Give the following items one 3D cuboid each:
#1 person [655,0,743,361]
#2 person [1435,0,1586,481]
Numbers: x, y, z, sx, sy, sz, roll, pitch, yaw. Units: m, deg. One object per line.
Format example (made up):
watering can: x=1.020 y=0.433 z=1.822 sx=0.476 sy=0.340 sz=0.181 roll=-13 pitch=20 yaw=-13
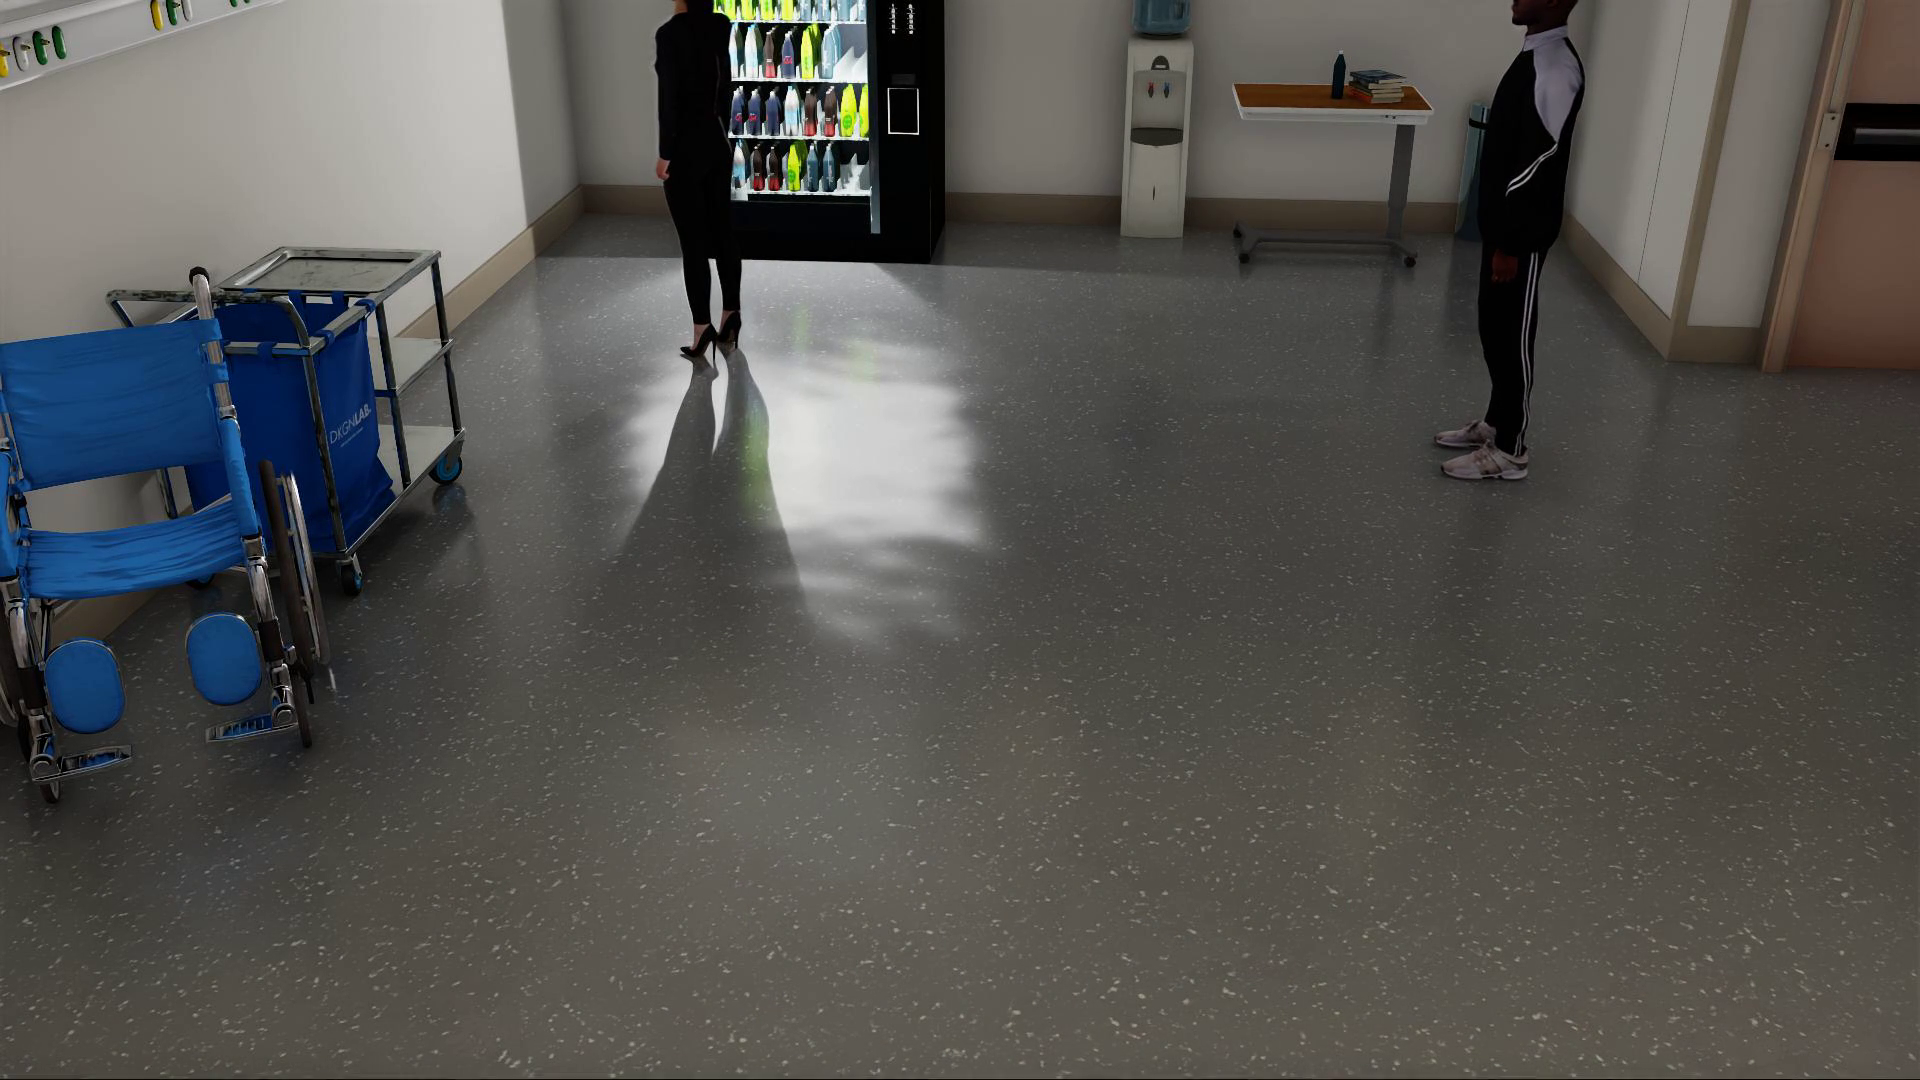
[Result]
person: x=-1.110 y=-1.624 z=7.056 sx=0.645 sy=1.712 sz=0.643 roll=17 pitch=30 yaw=31
person: x=1.993 y=-1.122 z=5.889 sx=0.592 sy=1.821 sz=0.684 roll=6 pitch=26 yaw=12
